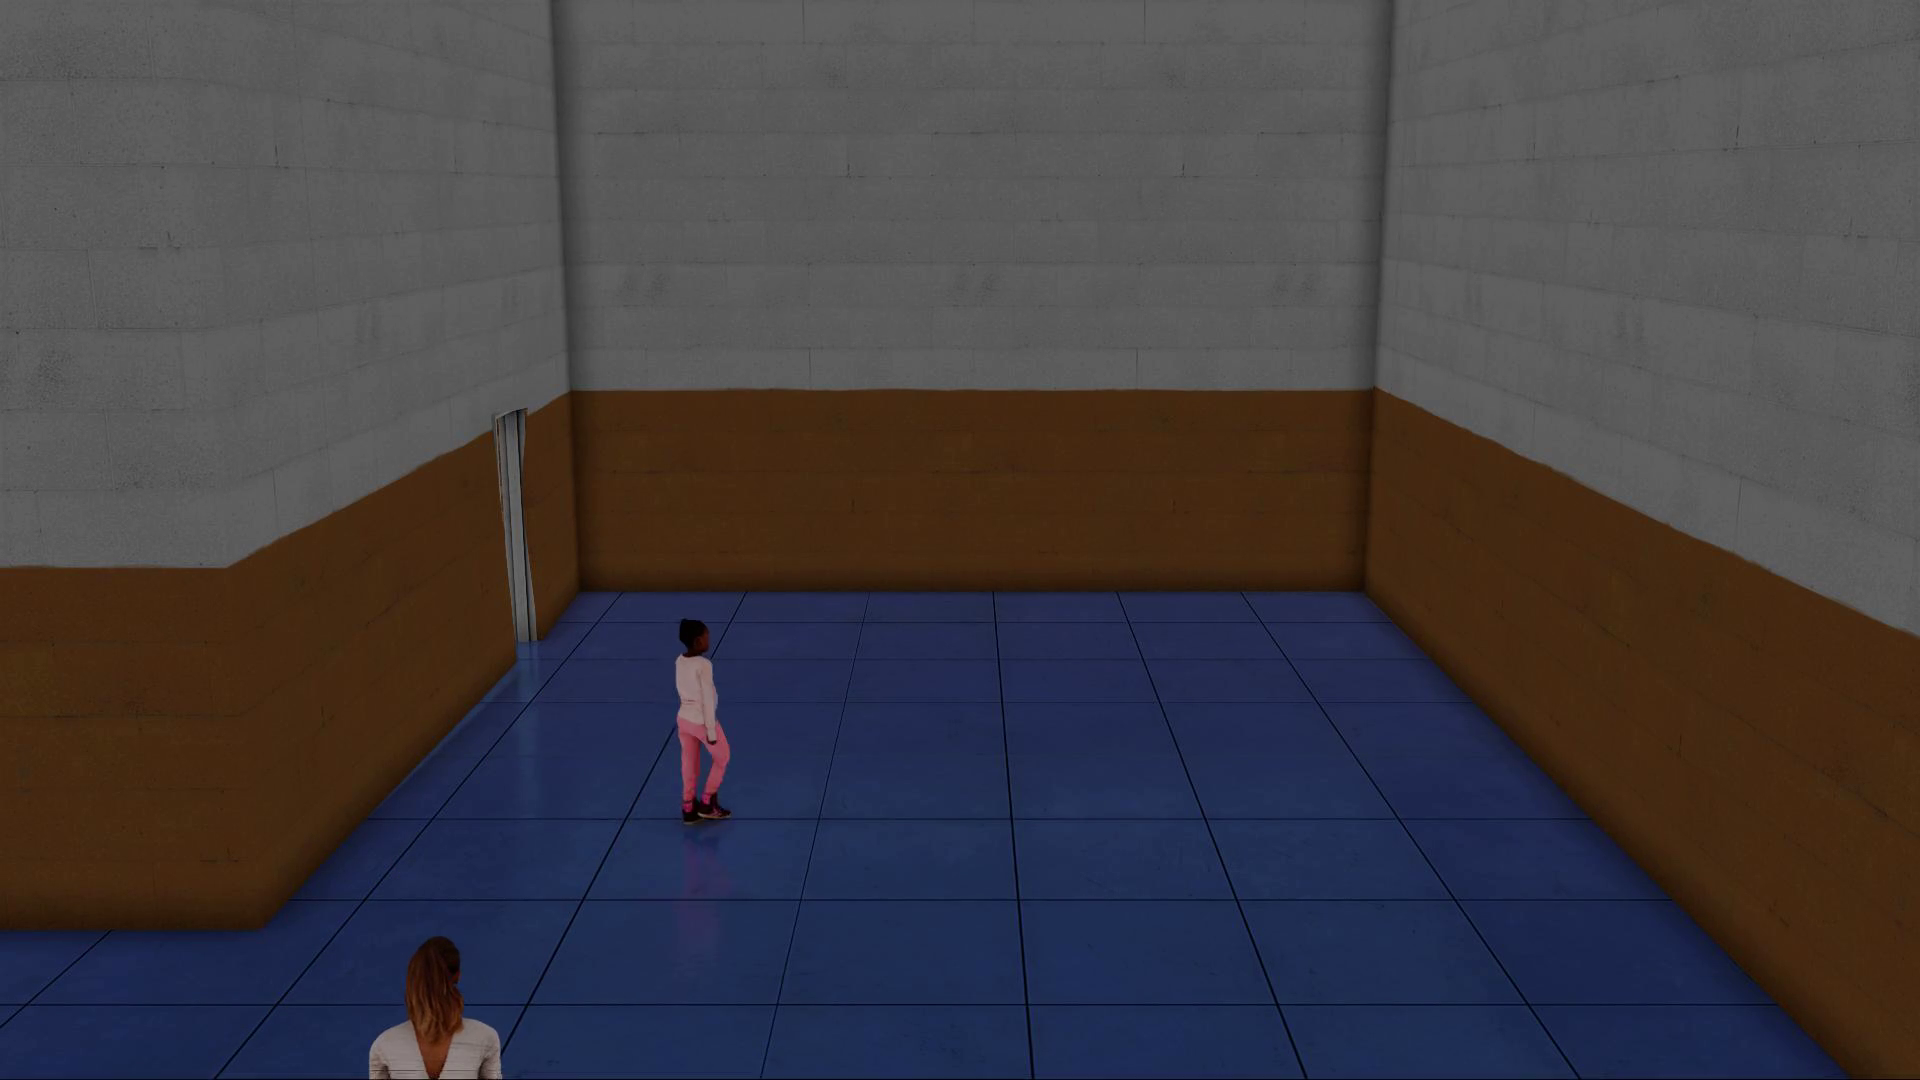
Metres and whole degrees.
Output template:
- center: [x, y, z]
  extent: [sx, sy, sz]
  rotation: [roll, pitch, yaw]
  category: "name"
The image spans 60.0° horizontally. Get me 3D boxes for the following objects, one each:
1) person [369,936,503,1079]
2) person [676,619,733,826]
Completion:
- center: [-1.823, 2.254, 5.781]
  extent: [0.753, 1.691, 0.782]
  rotation: [-3, 12, -14]
  category: "person"
- center: [-1.816, 1.236, 11.228]
  extent: [0.662, 1.439, 0.727]
  rotation: [11, 16, 42]
  category: "person"
